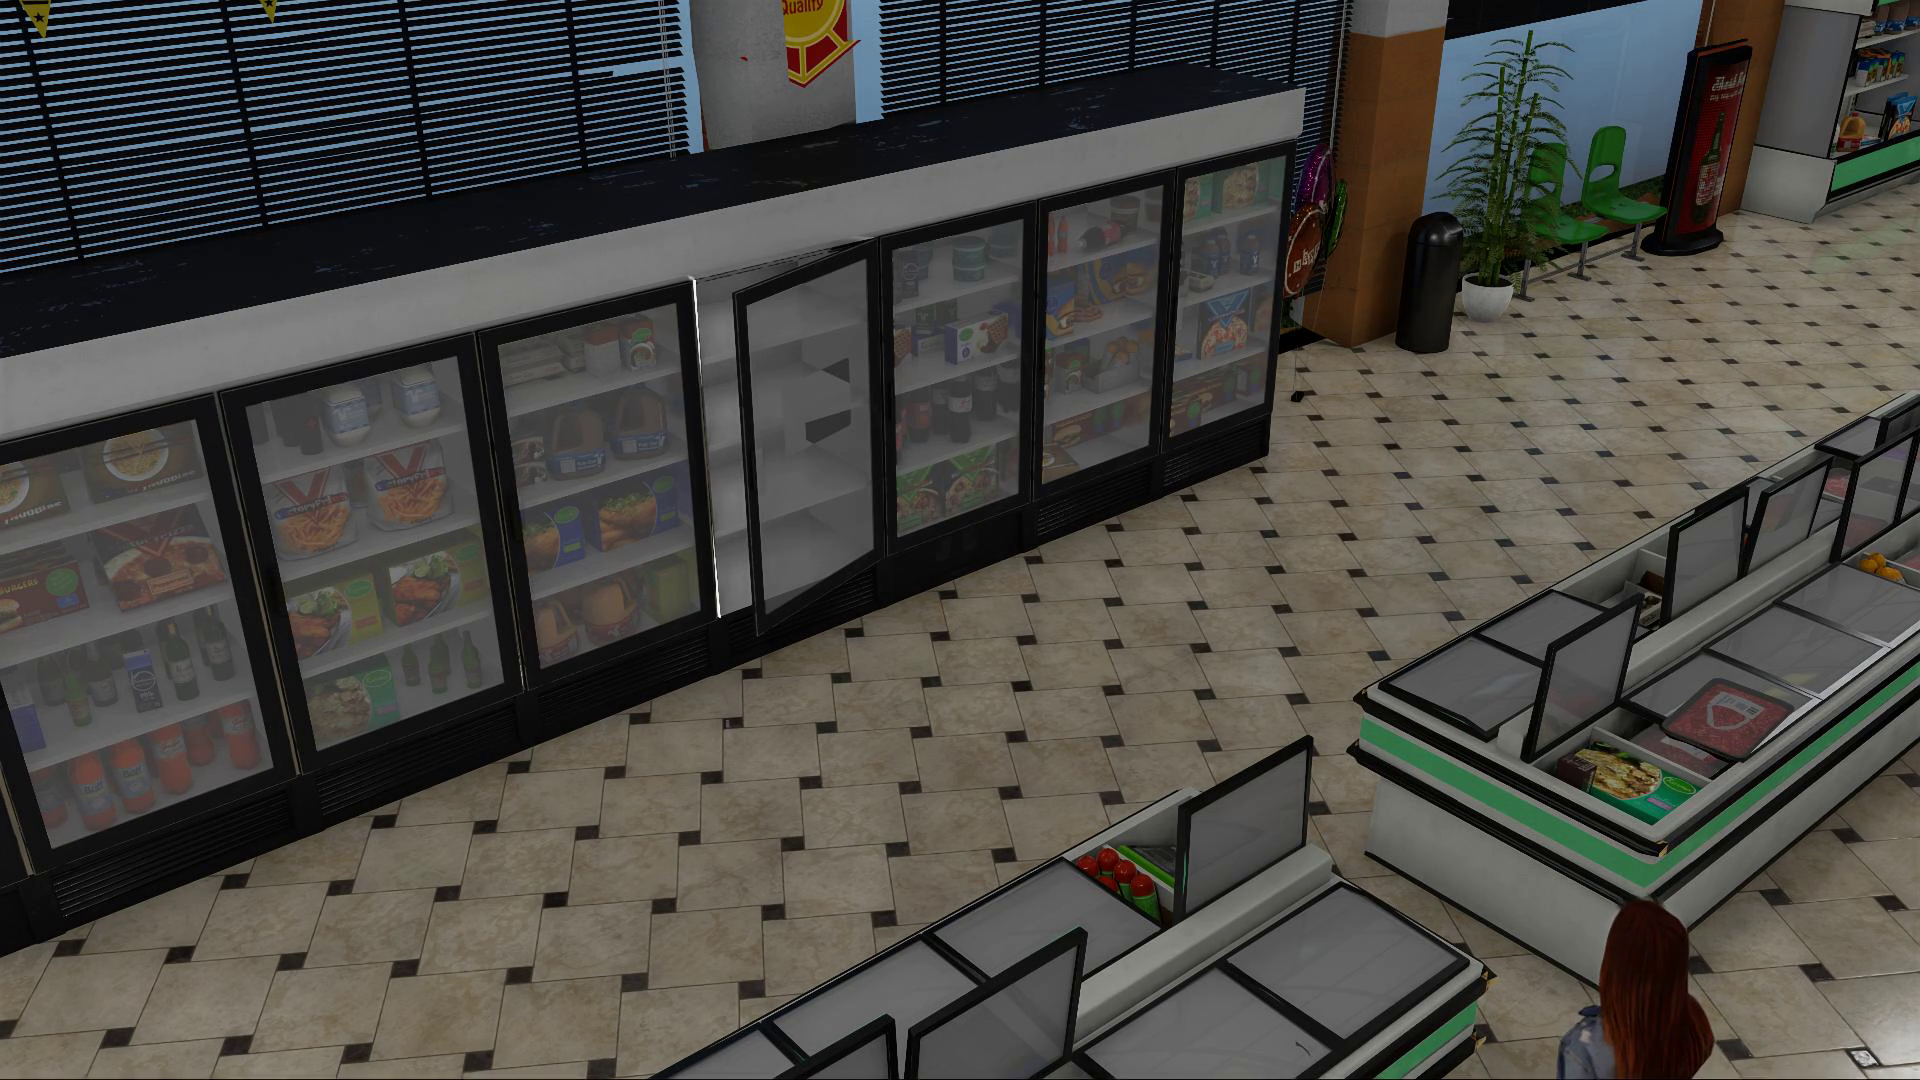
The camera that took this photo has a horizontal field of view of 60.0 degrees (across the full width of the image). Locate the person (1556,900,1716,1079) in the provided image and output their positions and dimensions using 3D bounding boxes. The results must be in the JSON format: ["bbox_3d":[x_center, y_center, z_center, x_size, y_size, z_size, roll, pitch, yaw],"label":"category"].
[{"bbox_3d":[1.681,1.655,4.321,0.531,1.702,0.718,-13,30,-24],"label":"person"}]
